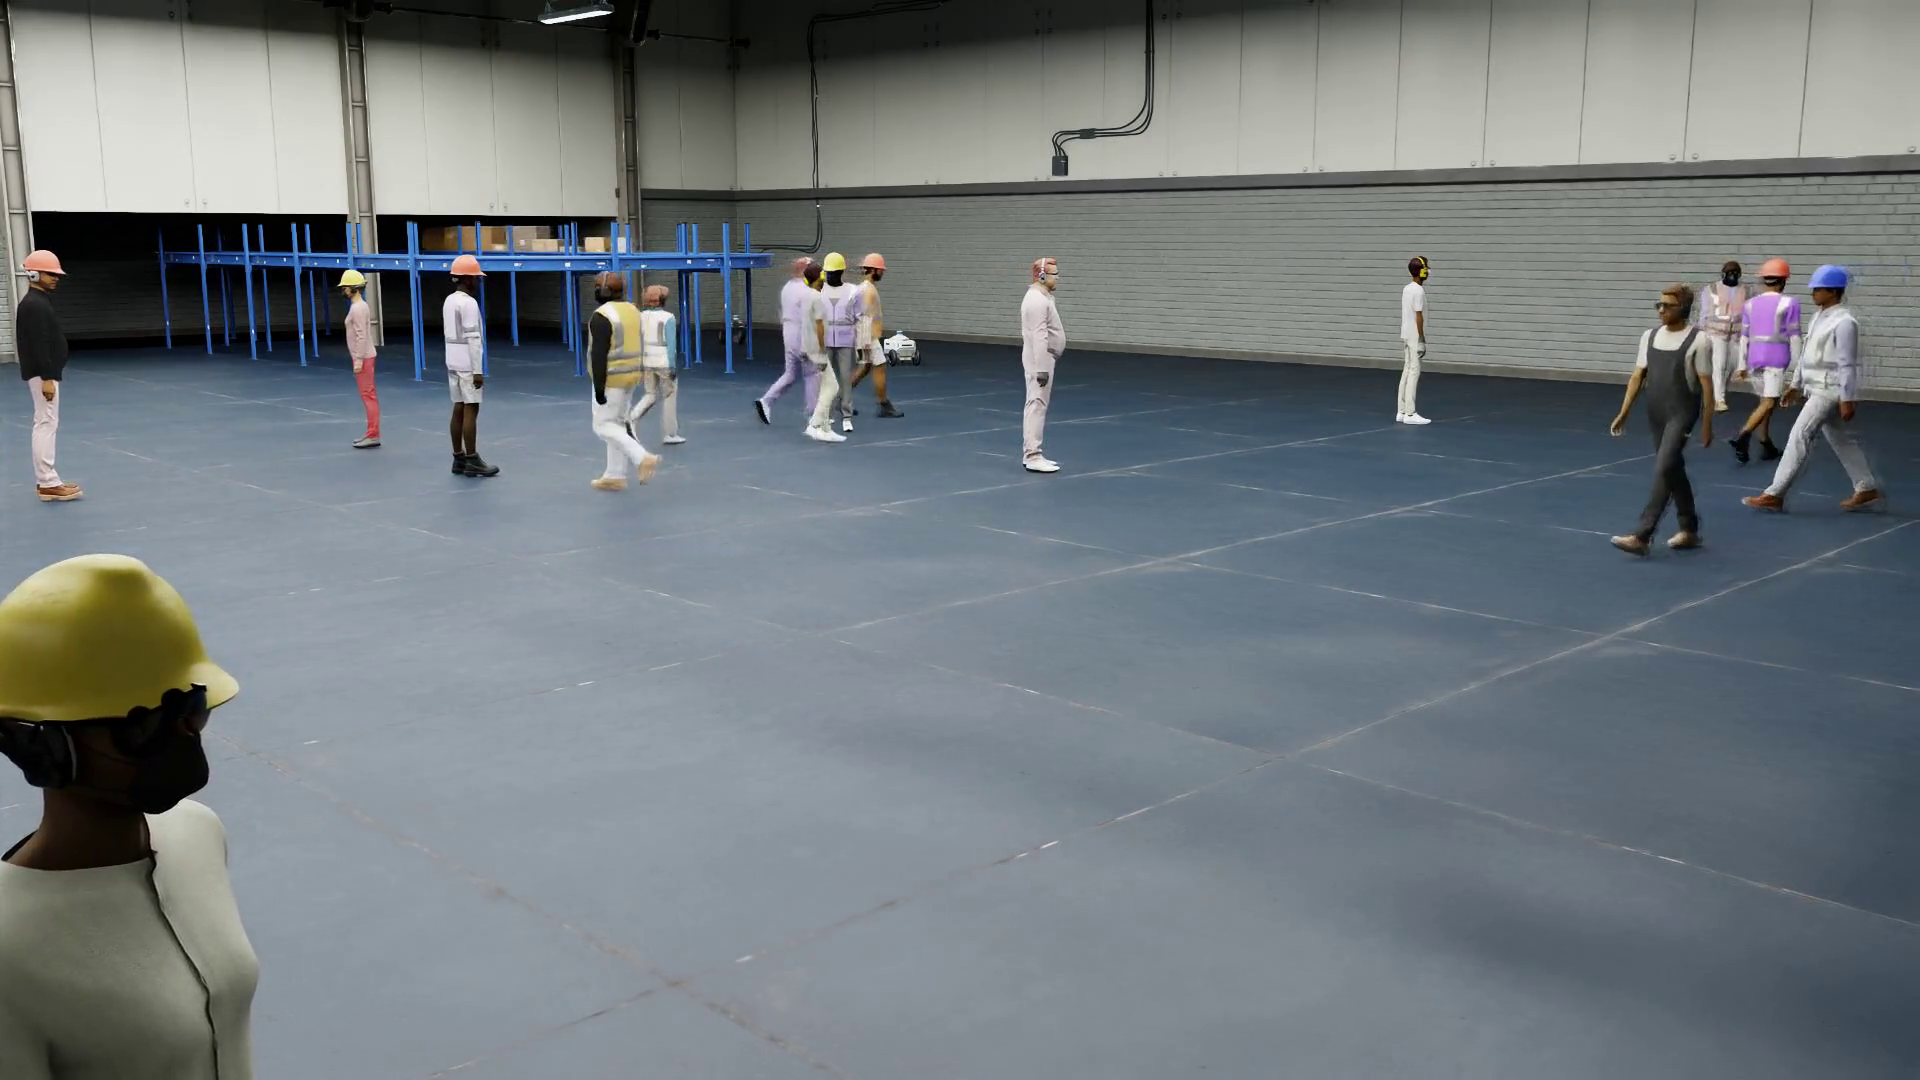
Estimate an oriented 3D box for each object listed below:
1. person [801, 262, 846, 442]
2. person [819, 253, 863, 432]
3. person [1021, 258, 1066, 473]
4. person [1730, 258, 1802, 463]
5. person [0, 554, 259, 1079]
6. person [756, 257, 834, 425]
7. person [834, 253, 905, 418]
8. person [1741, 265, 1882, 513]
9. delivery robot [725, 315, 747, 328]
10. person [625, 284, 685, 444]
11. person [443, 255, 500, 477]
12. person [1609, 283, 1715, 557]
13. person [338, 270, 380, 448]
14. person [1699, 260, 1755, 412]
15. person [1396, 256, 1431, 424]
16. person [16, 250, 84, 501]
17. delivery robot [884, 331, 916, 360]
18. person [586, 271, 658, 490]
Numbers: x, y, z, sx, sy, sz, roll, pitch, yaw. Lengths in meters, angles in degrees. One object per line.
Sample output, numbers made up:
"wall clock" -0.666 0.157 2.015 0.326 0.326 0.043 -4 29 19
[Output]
"person" -1.411 -1.916 17.047 0.408 1.831 0.553 -3 11 -16
"person" -1.339 -2.133 17.984 0.587 1.922 0.383 1 10 3
"person" 0.751 -1.578 15.002 0.401 1.906 0.649 0 10 0
"person" 7.519 -1.676 15.556 0.893 1.908 0.553 -6 12 -28
"person" -0.943 0.887 1.940 0.315 1.769 0.523 1 10 3
"person" -1.840 -2.201 18.491 0.791 1.879 0.652 -7 12 -32
"person" -1.096 -2.377 19.430 0.845 1.912 0.564 -1 10 -7
"person" 6.627 -1.146 12.701 1.040 1.899 0.602 2 11 12
"delivery robot" -4.416 -4.309 32.732 0.335 0.223 0.698 2 11 12
"person" -3.085 -1.757 16.758 0.520 1.622 0.644 8 13 36
"person" -4.357 -1.547 14.744 0.379 1.938 0.547 -8 13 -38
"person" 4.713 -0.803 11.083 0.951 1.800 0.514 -5 12 -25
"person" -6.020 -1.815 16.672 0.331 1.768 0.526 -3 11 -15
"person" 9.378 -2.513 20.370 0.632 1.816 0.869 2 11 9
"person" 5.155 -2.260 18.803 0.316 1.875 0.531 -1 10 -4
"person" -7.355 -1.329 13.416 0.398 1.988 0.613 -6 12 -29
"delivery robot" -0.994 -3.197 27.375 0.477 0.478 0.707 -4 11 -21
"person" -2.803 -1.304 13.744 0.630 1.829 0.635 4 11 19
